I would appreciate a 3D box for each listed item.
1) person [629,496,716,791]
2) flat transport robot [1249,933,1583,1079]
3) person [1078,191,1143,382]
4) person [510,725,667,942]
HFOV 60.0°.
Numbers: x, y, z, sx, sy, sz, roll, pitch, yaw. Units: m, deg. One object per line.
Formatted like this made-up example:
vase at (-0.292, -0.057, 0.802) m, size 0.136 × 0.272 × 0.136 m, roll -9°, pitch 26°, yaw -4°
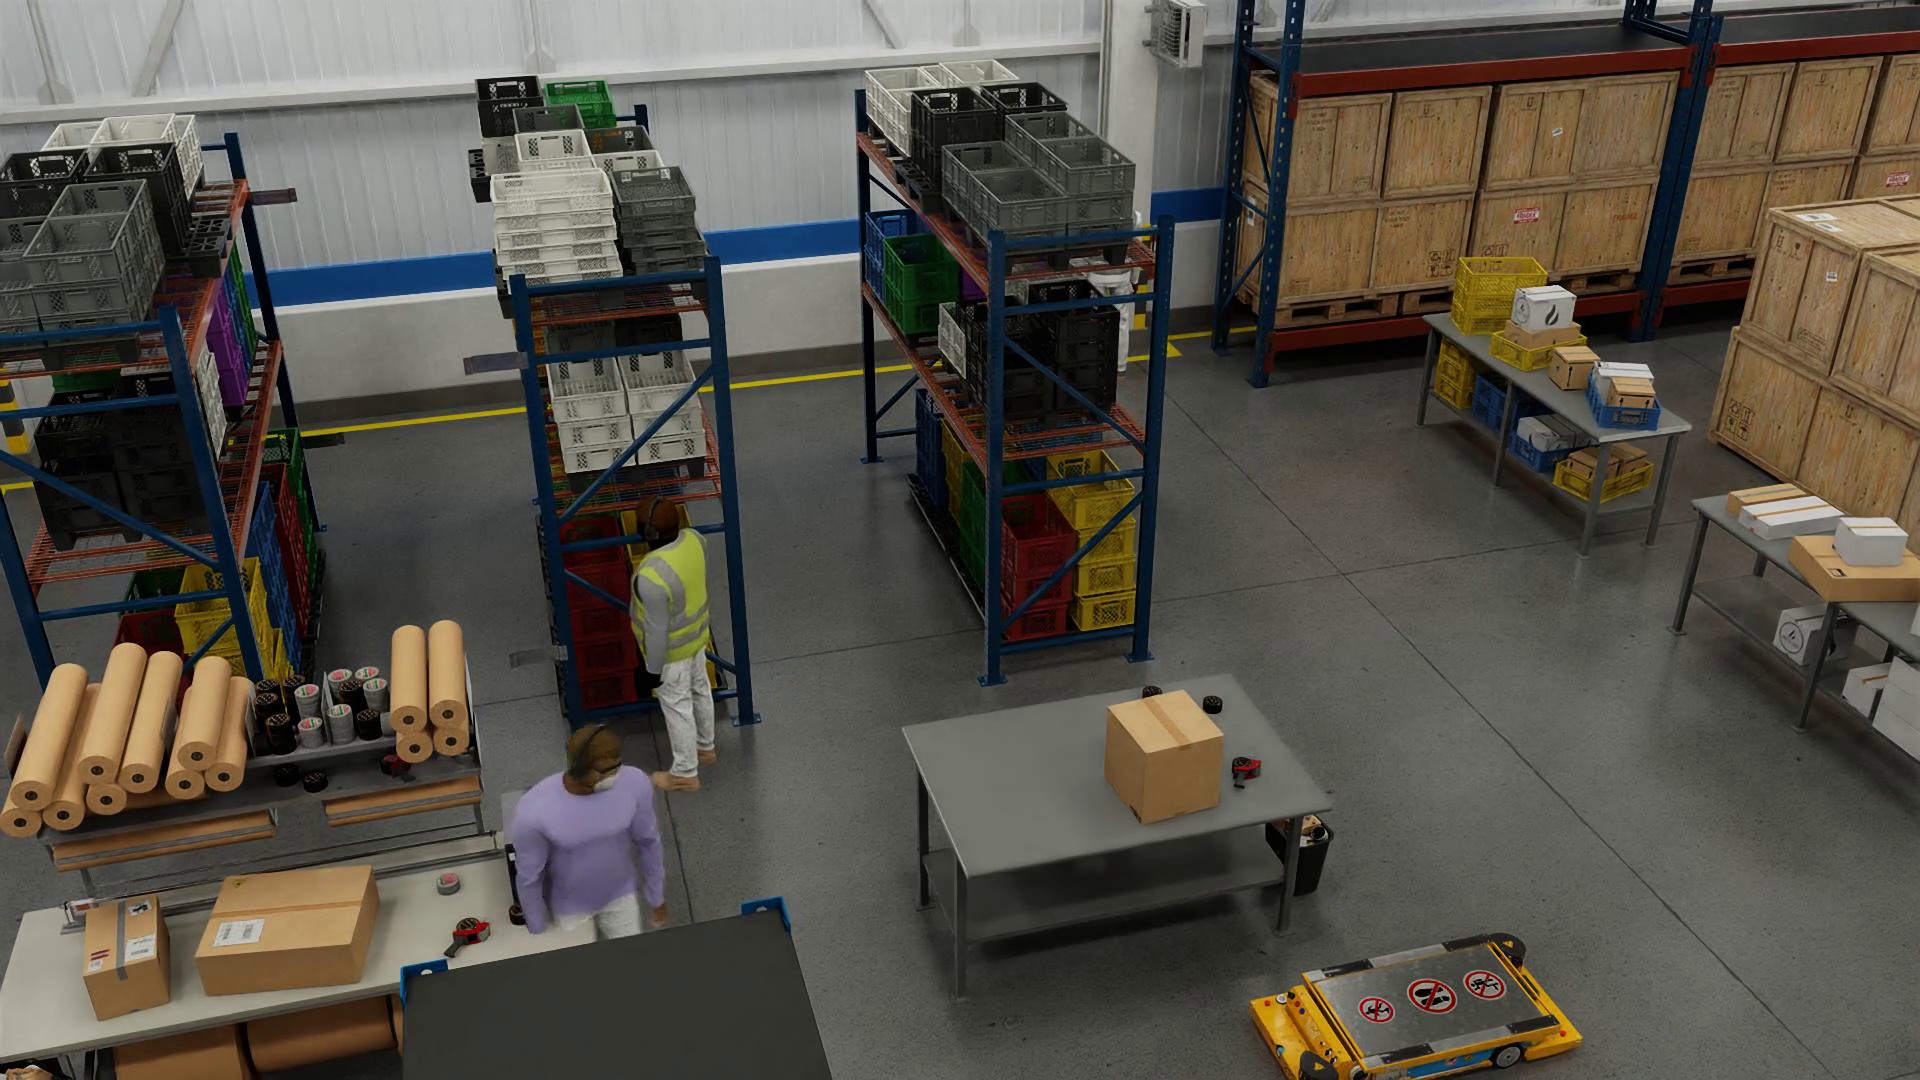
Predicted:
person at (-1.640, 0.583, 9.453) m, size 0.430 × 1.843 × 0.625 m, roll 9°, pitch 30°, yaw 15°
flat transport robot at (2.184, 2.282, 7.980) m, size 1.431 × 0.197 × 0.652 m, roll -8°, pitch 30°, yaw -14°
person at (1.305, -2.294, 14.646) m, size 0.574 × 1.882 × 0.356 m, roll -4°, pitch 29°, yaw -6°
person at (-1.641, 1.633, 7.471) m, size 0.651 × 1.919 × 0.426 m, roll -16°, pitch 33°, yaw -26°
